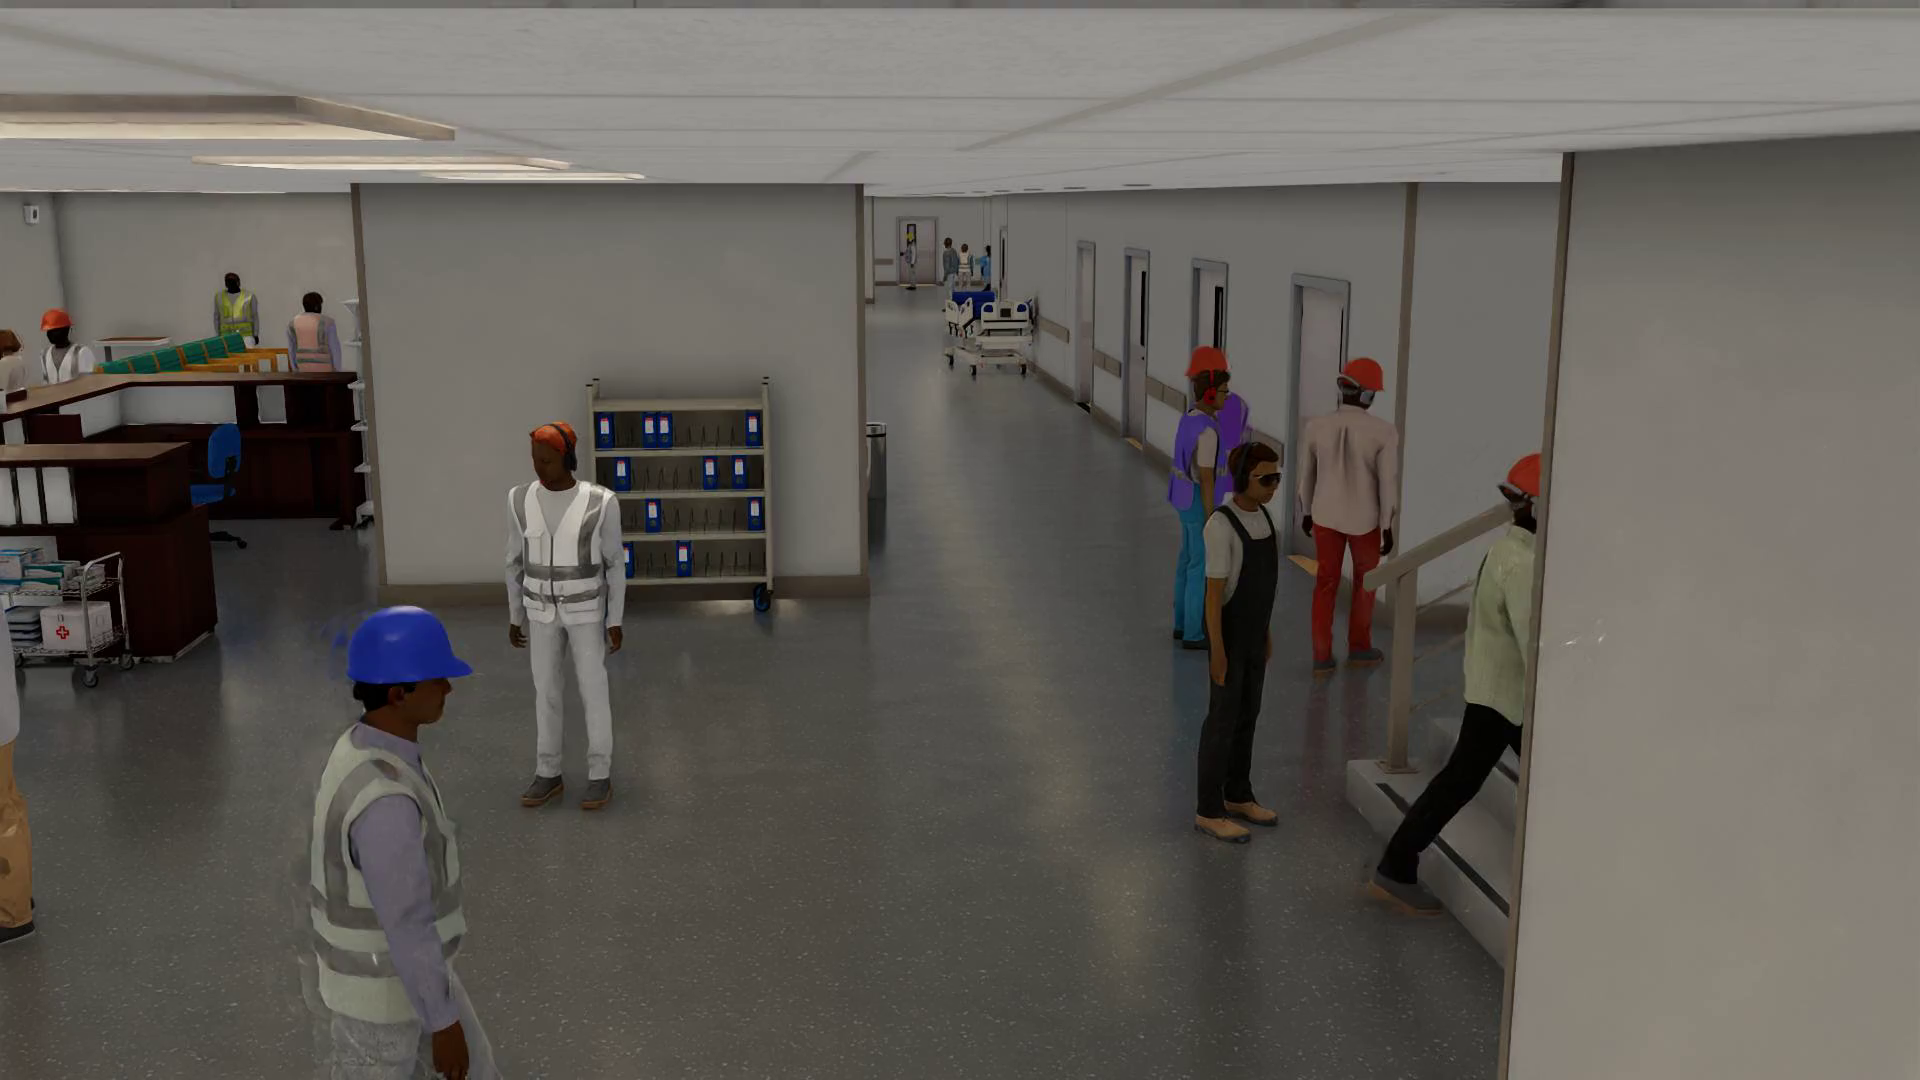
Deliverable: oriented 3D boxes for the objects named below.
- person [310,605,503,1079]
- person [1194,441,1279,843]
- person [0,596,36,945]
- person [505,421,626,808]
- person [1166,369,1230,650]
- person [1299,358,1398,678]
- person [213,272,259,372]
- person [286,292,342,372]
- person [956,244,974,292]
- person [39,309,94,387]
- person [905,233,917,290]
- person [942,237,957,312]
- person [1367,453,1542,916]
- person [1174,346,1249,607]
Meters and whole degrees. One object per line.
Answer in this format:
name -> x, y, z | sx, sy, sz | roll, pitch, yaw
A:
person -> -1.330, 1.099, 4.304 | 0.975, 1.902, 0.647 | -4, 12, -18
person -> 1.283, 0.456, 7.628 | 0.338, 1.840, 0.512 | 9, 15, 38
person -> -3.878, 0.733, 6.509 | 0.347, 1.741, 0.564 | -5, 13, -23
person -> -1.890, 0.361, 7.979 | 0.581, 1.882, 0.339 | 2, 12, 9
person -> 1.552, -0.195, 10.828 | 0.390, 1.837, 0.560 | -1, 12, -5
person -> 2.392, -0.141, 10.241 | 0.664, 1.956, 0.647 | 7, 13, 30
person -> -10.801, -3.067, 24.840 | 0.633, 1.841, 0.429 | -2, 12, -11
person -> -7.559, -1.990, 19.576 | 0.622, 1.845, 0.430 | 2, 12, 8
person -> 0.136, -7.823, 48.582 | 0.525, 1.636, 0.307 | 2, 12, 10
person -> -8.357, -1.230, 15.695 | 0.557, 1.914, 0.754 | 2, 12, 8
person -> -1.593, -9.041, 54.061 | 0.403, 1.827, 0.600 | -2, 12, -8
person -> -0.274, -6.948, 43.565 | 0.355, 1.938, 0.634 | 5, 12, 21
person -> 2.187, 0.614, 6.642 | 1.083, 1.935, 0.620 | 5, 12, 22
person -> 1.787, -0.397, 11.619 | 0.566, 1.912, 0.562 | -10, 15, -40
